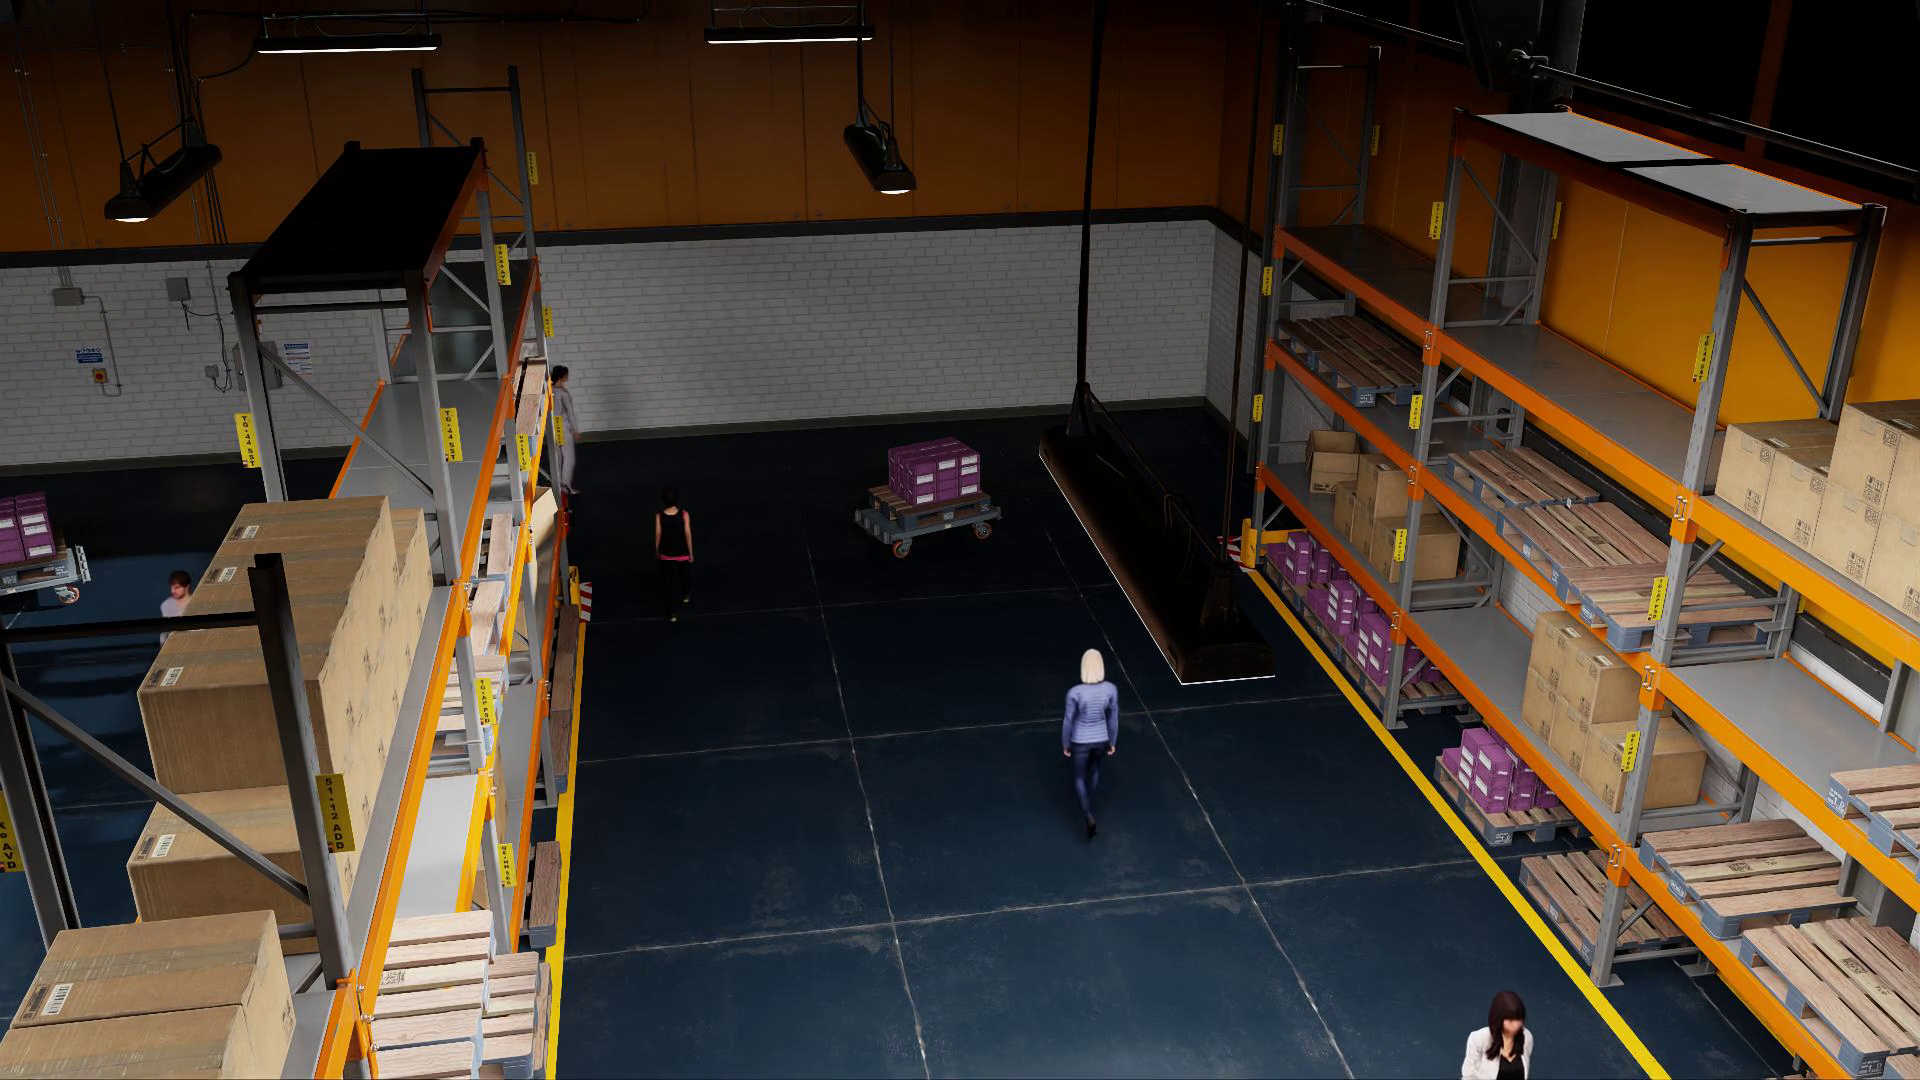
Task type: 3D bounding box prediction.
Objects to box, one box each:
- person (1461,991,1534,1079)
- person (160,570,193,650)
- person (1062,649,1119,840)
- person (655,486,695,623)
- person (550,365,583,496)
[{"bbox_3d":[3.374,3.542,10.541,0.609,1.638,0.535,-5,24,-10],"label":"person"},{"bbox_3d":[-7.264,1.097,15.931,0.986,1.802,1.234,6,24,14],"label":"person"},{"bbox_3d":[1.146,1.771,14.482,0.651,1.727,0.990,-4,24,-10],"label":"person"},{"bbox_3d":[-3.175,0.163,18.423,0.555,1.516,0.928,-4,24,-9],"label":"person"},{"bbox_3d":[-5.225,-1.462,21.828,0.686,1.767,0.768,13,27,27],"label":"person"}]
